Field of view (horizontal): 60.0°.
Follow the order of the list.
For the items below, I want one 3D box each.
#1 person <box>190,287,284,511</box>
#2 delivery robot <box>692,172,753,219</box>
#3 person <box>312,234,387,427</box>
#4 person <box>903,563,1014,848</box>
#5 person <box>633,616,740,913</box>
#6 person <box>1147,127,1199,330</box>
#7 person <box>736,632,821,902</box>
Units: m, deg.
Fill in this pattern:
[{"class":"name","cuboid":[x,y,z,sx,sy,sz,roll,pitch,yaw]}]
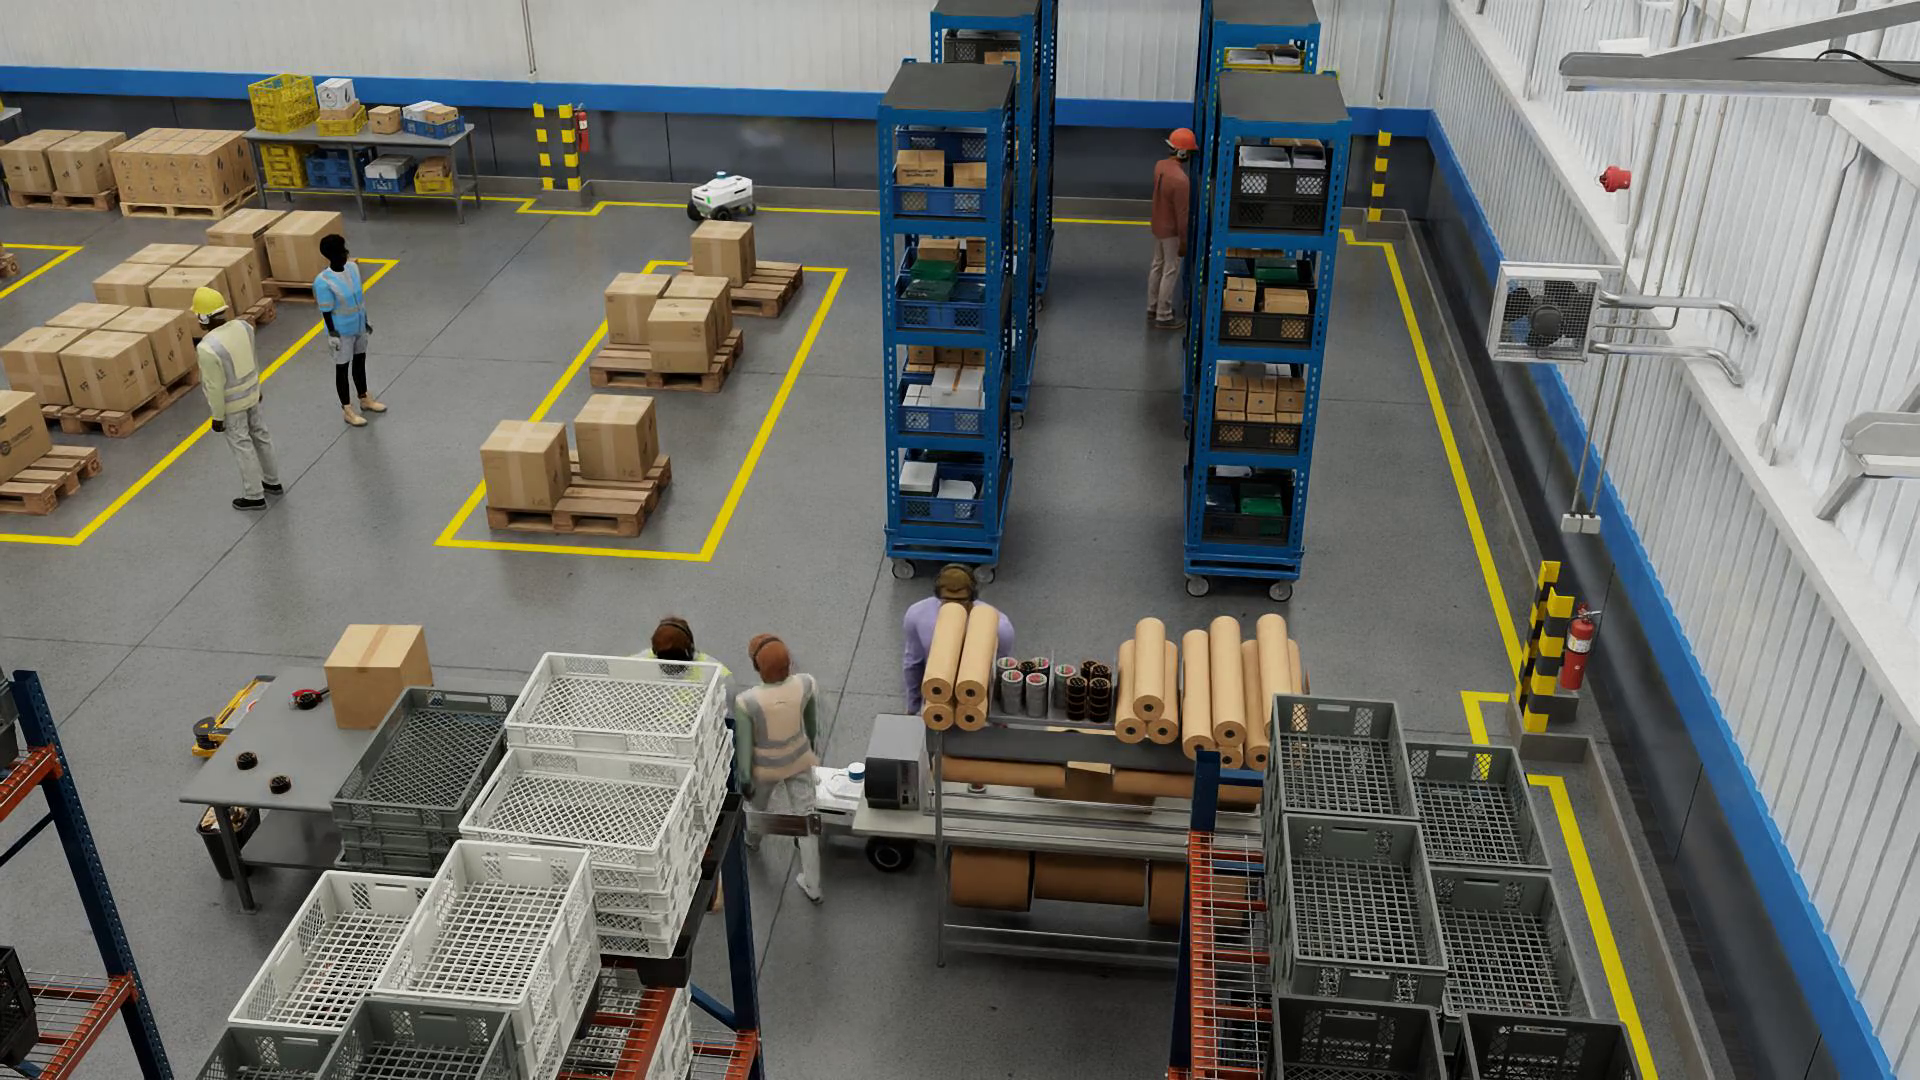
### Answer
[{"class":"person","cuboid":[-5.681,-1.106,13.004,0.403,1.831,0.596,7,31,12]},{"class":"delivery robot","cuboid":[-2.726,-3.987,19.117,0.477,0.478,0.707,24,37,36]},{"class":"person","cuboid":[-5.295,-1.832,14.383,0.321,1.697,0.530,10,32,17]},{"class":"person","cuboid":[-0.009,0.941,9.398,0.630,1.930,0.375,8,31,13]},{"class":"person","cuboid":[-1.490,1.208,9.027,0.634,1.842,0.429,7,31,13]},{"class":"person","cuboid":[2.061,-3.018,16.147,0.412,1.982,0.620,-10,32,-17]},{"class":"person","cuboid":[-1.027,1.210,9.258,0.542,1.594,0.849,-16,34,-25]}]
